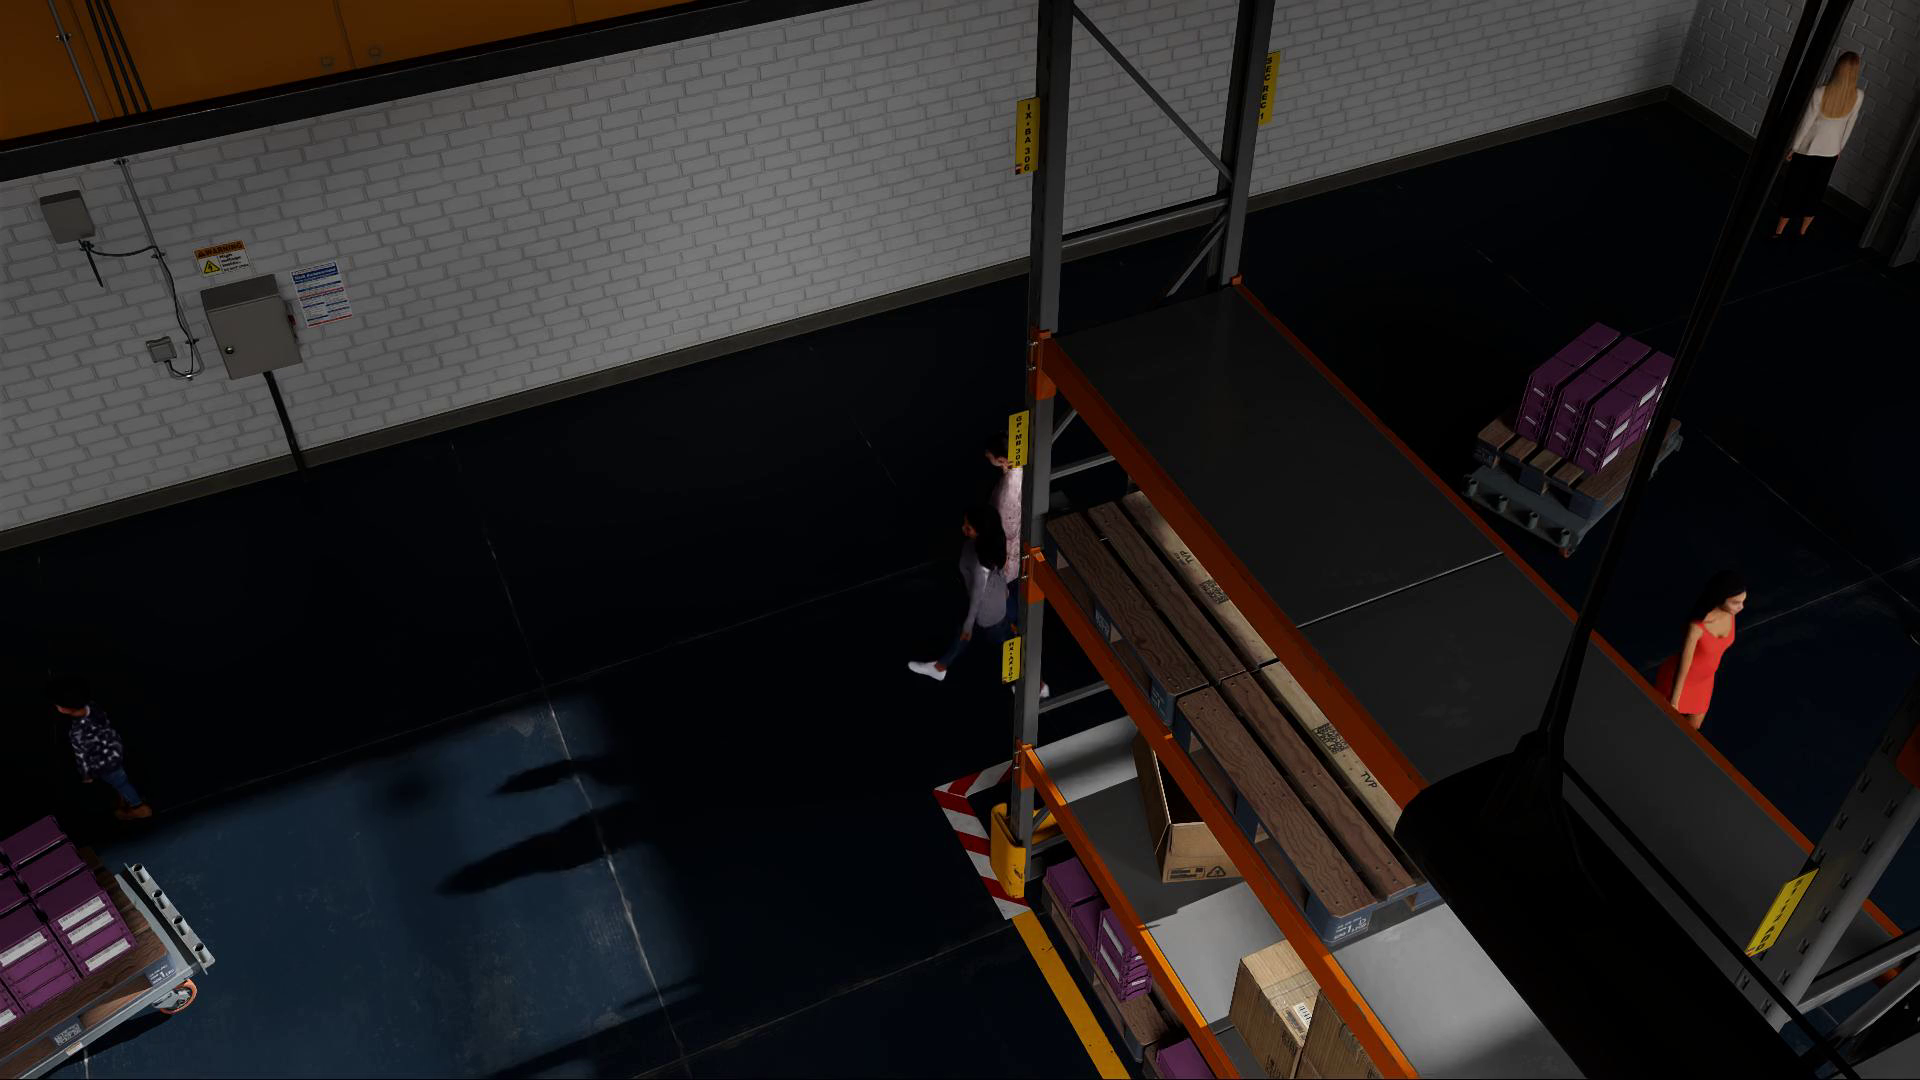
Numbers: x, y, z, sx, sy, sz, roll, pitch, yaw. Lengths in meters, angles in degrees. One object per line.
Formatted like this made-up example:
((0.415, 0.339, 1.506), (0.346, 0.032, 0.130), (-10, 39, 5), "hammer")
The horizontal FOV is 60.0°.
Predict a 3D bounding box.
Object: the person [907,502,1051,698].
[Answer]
((0.276, 0.447, 10.516), (1.134, 1.681, 1.206), (8, 44, 8), "person")

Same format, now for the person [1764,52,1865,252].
((7.381, -3.329, 14.351), (0.689, 1.858, 0.694), (4, 44, 4), "person")

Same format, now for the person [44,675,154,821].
((-5.109, 1.257, 9.983), (0.615, 1.244, 0.500), (-7, 44, -7), "person")
